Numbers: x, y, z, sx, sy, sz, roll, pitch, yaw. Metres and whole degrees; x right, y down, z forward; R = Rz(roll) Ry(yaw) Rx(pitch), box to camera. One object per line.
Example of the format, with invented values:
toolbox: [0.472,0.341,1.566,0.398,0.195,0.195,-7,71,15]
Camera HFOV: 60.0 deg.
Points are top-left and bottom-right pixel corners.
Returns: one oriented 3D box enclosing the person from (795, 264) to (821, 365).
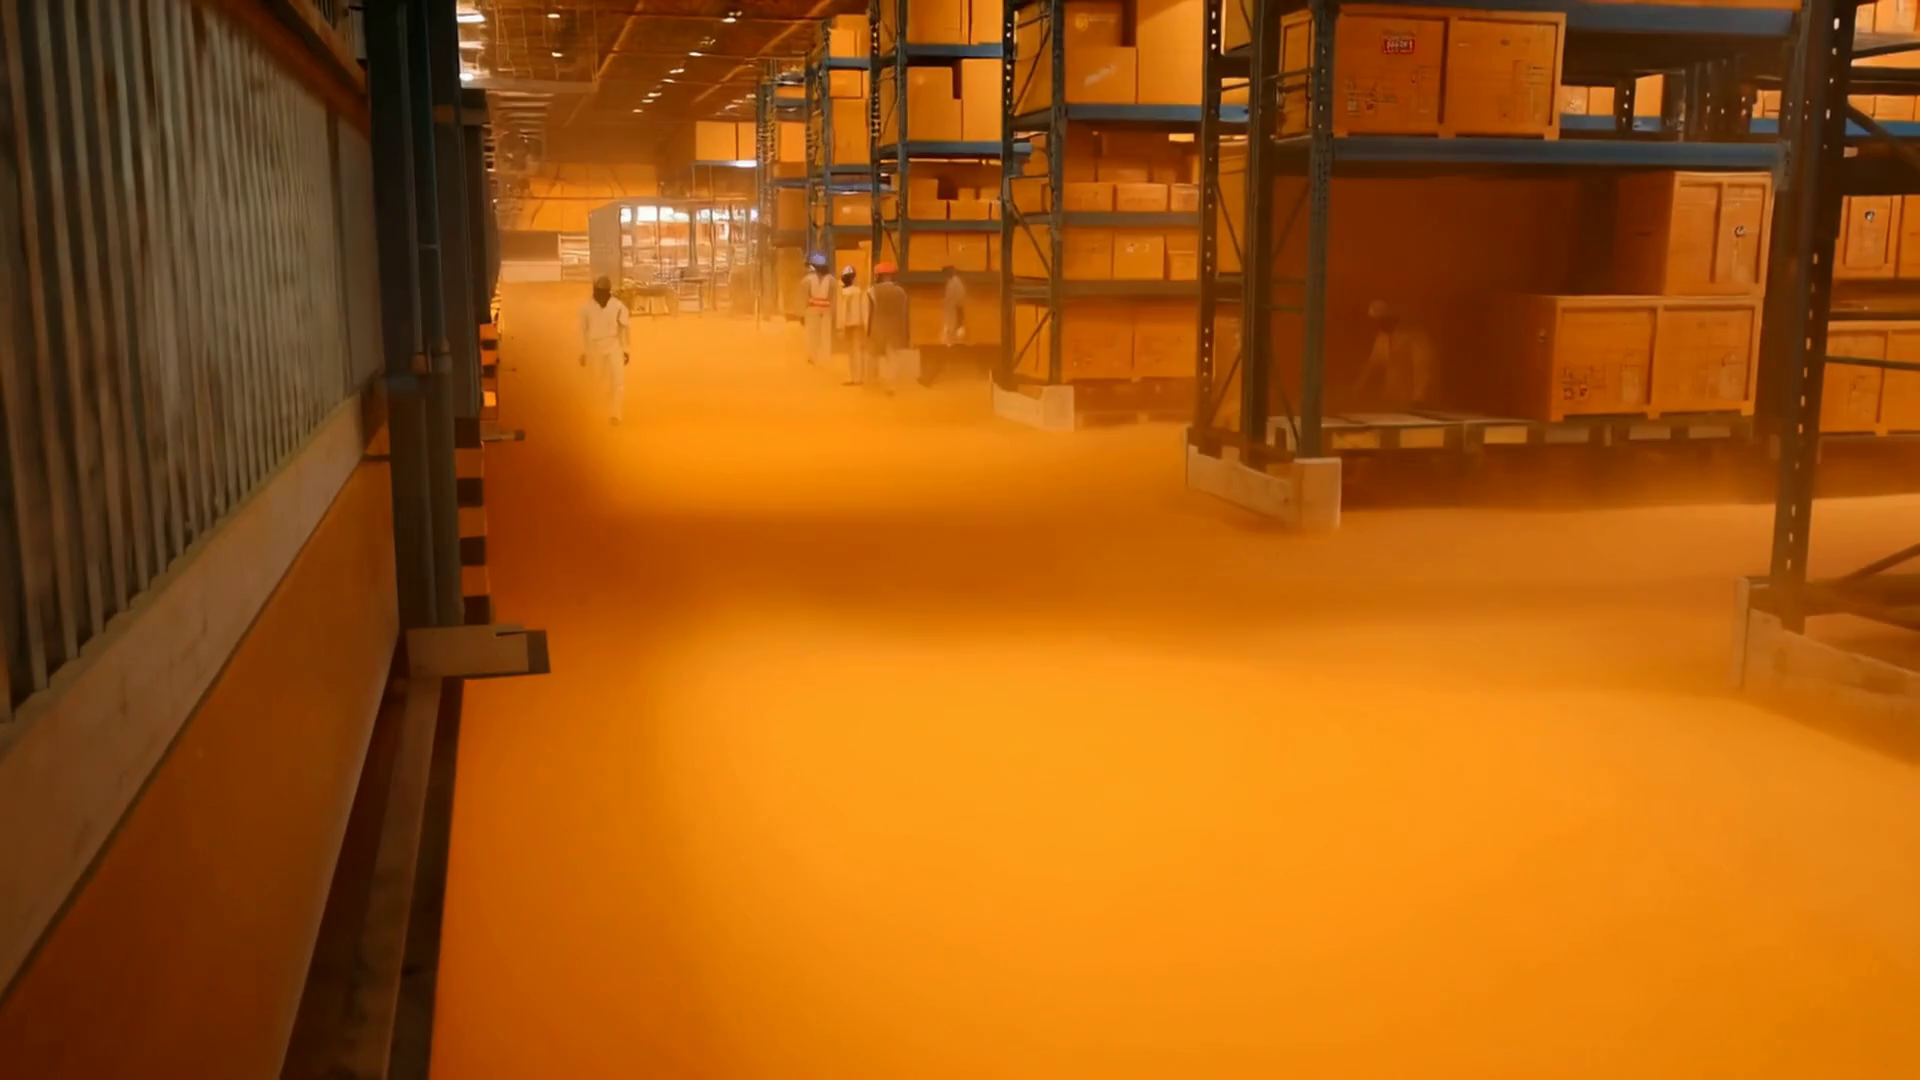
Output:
person: [-2.599,-3.889,28.671,0.492,1.719,0.662,-2,10,-12]

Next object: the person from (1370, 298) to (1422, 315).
person: [4.154,-1.731,15.967,0.545,1.893,0.667,-5,11,-24]

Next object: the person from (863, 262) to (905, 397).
person: [-1.040,-2.838,22.494,0.615,1.806,0.725,-3,10,-16]

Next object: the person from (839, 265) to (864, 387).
person: [-1.583,-3.082,24.011,0.364,1.759,0.557,5,11,27]

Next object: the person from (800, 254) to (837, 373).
person: [-2.289,-3.657,26.871,0.623,1.902,1.019,-2,10,-12]

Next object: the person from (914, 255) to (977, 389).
person: [-0.199,-3.085,23.611,0.962,1.894,0.572,0,10,-2]

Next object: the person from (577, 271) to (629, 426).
person: [-4.043,-2.170,18.858,0.566,1.751,0.338,-4,11,-19]
